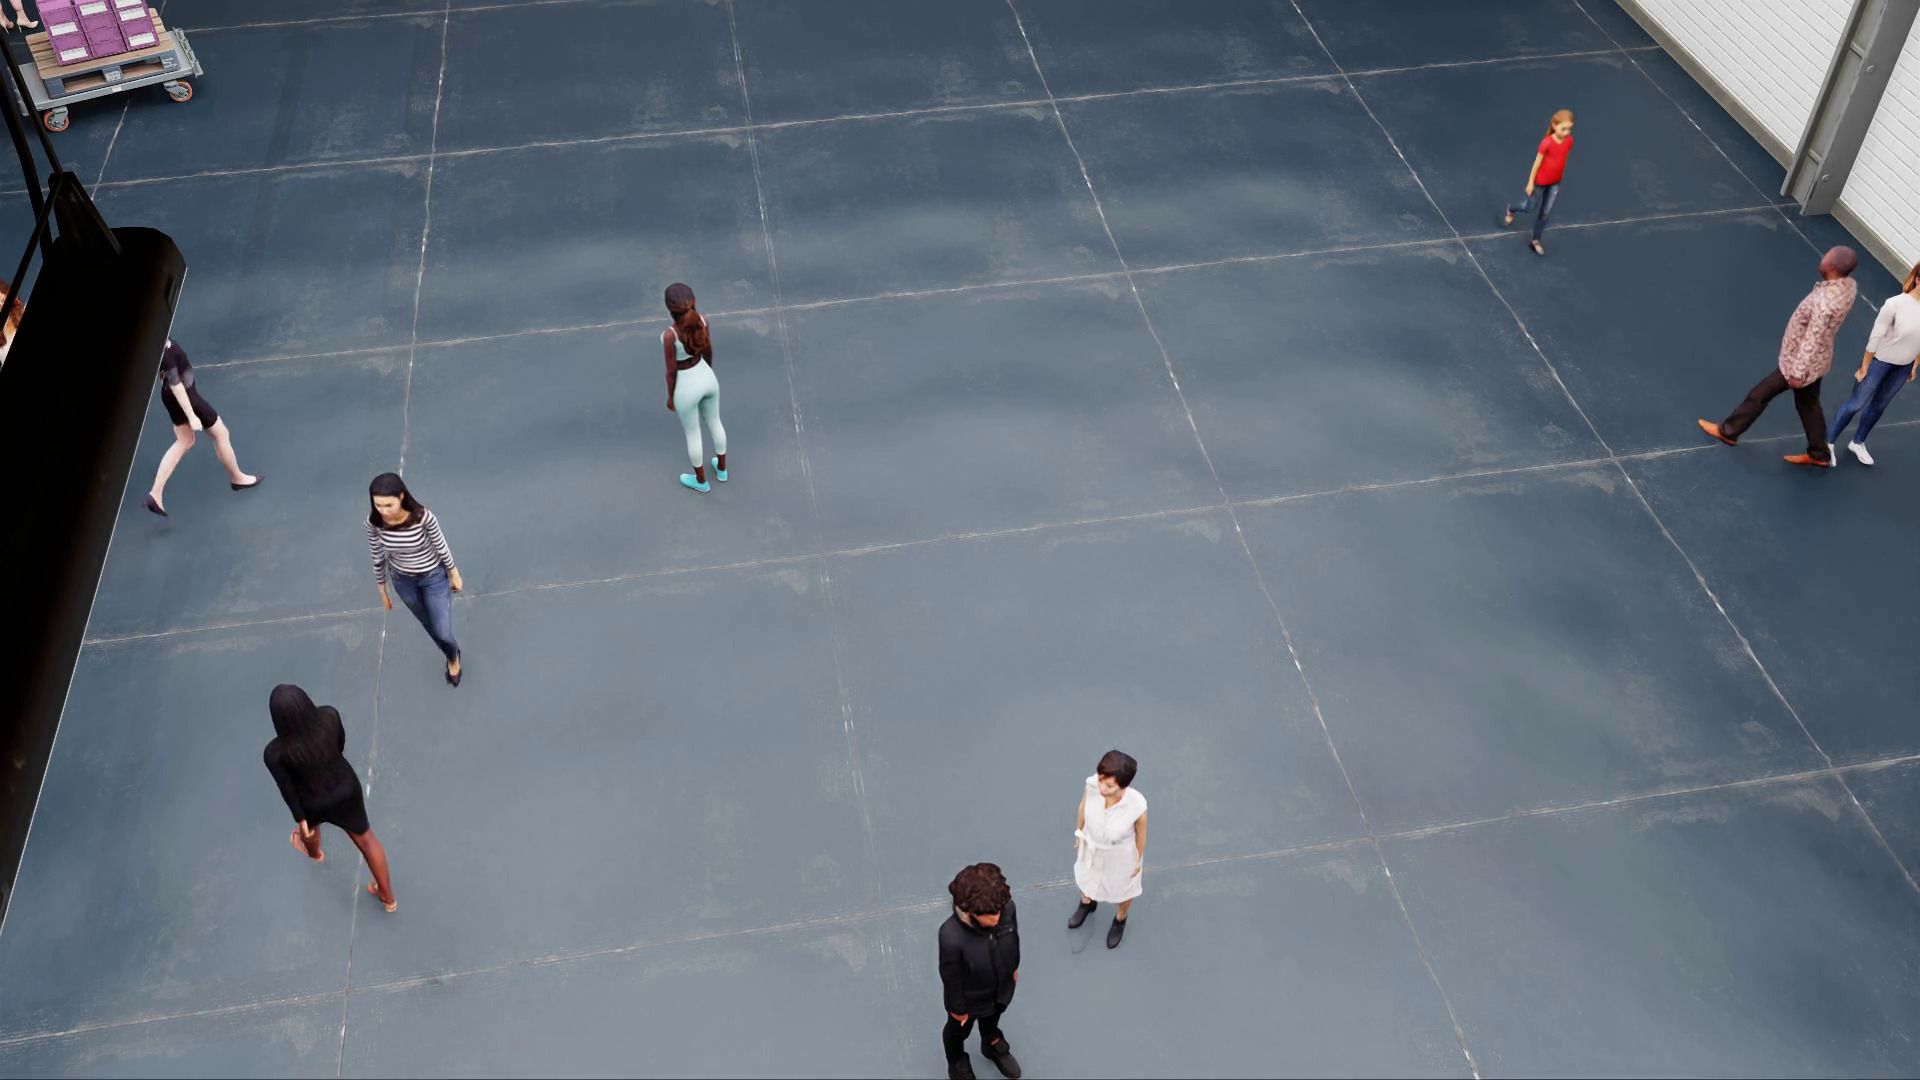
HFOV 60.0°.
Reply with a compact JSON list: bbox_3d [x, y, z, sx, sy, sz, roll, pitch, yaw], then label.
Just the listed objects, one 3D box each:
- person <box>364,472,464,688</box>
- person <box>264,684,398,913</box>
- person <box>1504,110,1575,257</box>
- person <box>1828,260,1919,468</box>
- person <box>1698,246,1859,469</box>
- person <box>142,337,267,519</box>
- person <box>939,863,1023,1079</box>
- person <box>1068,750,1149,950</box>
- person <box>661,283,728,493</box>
[{"bbox_3d":[-3.316,0.212,10.307,0.661,1.775,0.663,-2,44,-2],"label":"person"},{"bbox_3d":[-3.387,1.443,9.076,1.139,1.690,1.014,32,52,29],"label":"person"},{"bbox_3d":[4.933,-3.085,14.113,0.526,1.297,0.791,-12,45,-12],"label":"person"},{"bbox_3d":[6.630,-1.264,11.894,0.622,1.720,0.553,-3,44,-4],"label":"person"},{"bbox_3d":[6.100,-1.238,11.835,1.282,1.765,1.123,32,52,29],"label":"person"},{"bbox_3d":[-5.427,-0.889,11.441,1.087,1.802,1.074,32,52,29],"label":"person"},{"bbox_3d":[0.090,2.165,8.256,0.712,1.774,0.739,-31,52,-29],"label":"person"},{"bbox_3d":[0.808,1.651,8.955,0.641,1.554,0.695,24,49,23],"label":"person"},{"bbox_3d":[-1.871,-1.069,11.687,0.651,1.724,0.689,-34,53,-31],"label":"person"}]
